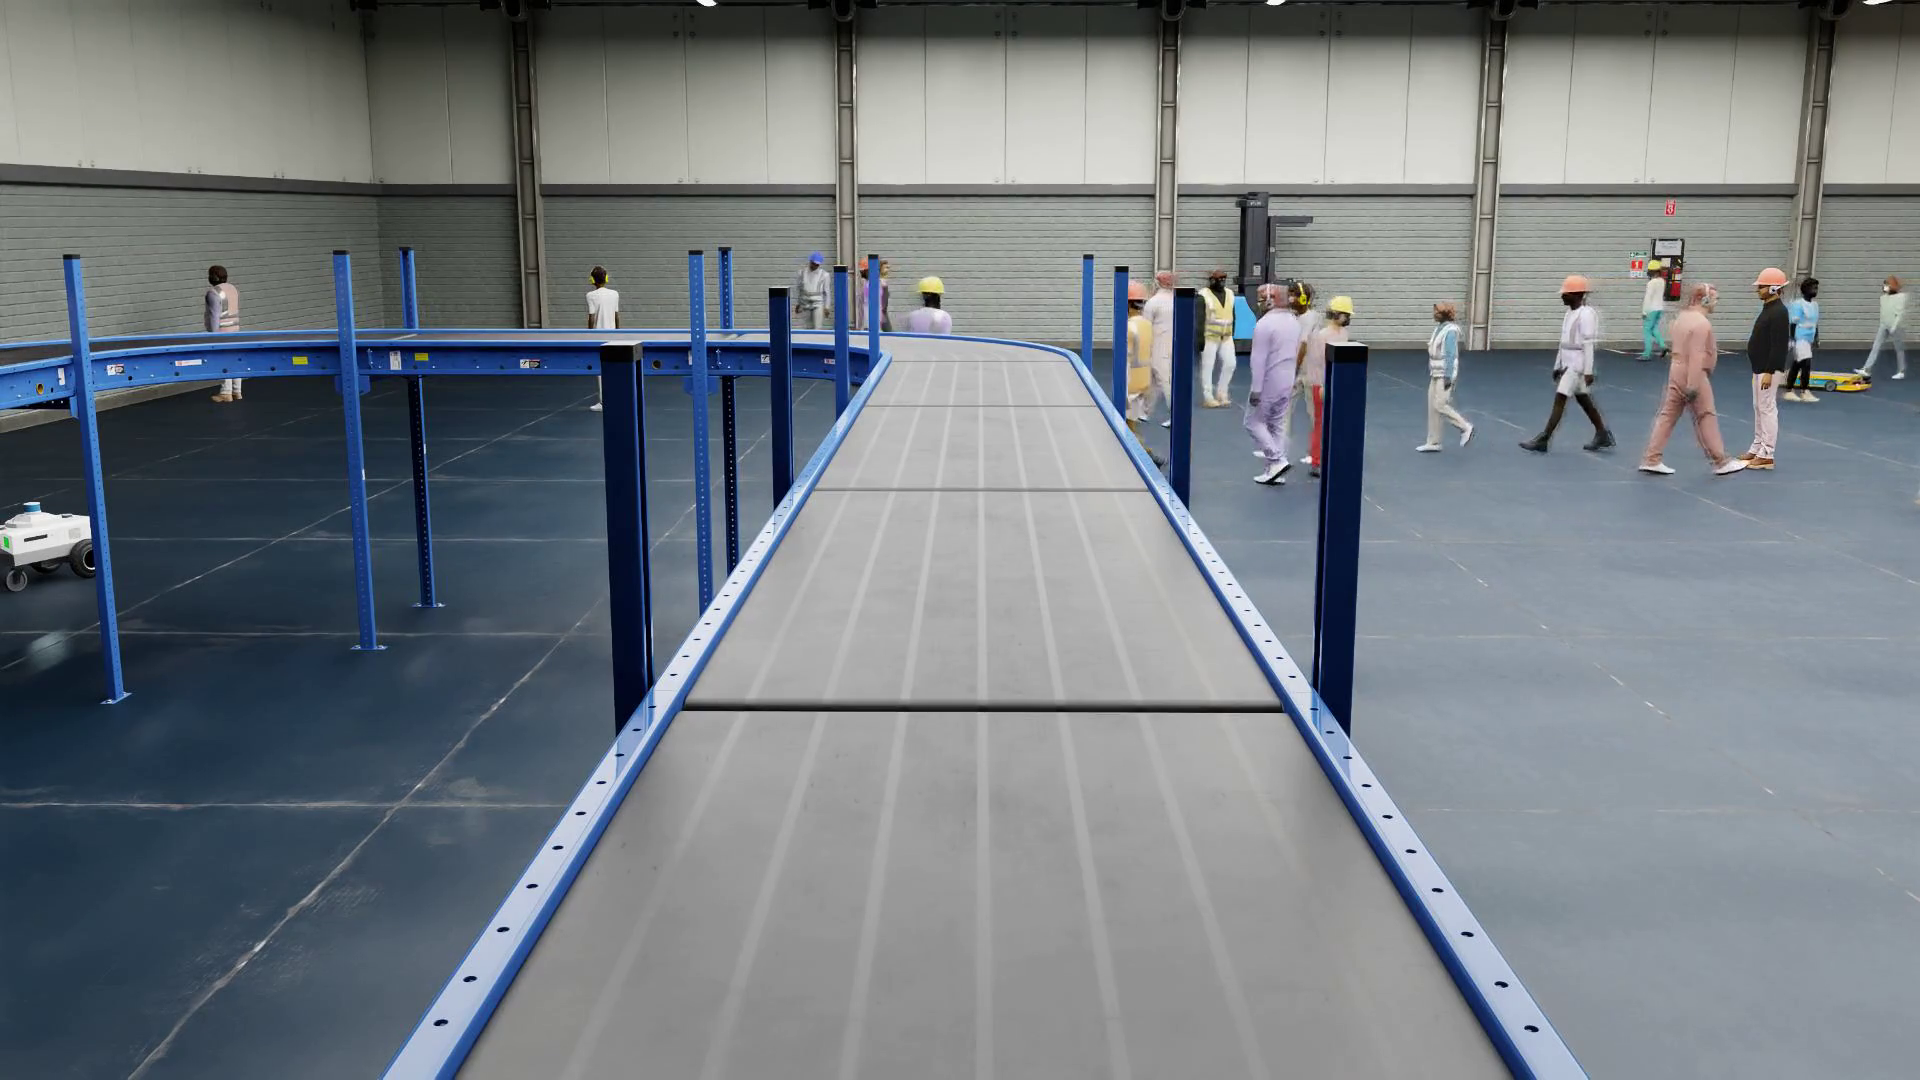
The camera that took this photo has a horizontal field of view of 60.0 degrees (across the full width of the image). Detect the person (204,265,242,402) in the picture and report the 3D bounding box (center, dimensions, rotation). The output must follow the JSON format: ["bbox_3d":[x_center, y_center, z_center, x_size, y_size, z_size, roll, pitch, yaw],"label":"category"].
[{"bbox_3d":[-10.096,-2.827,22.763,0.429,1.846,0.626,1,11,5],"label":"person"}]

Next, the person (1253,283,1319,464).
[{"bbox_3d":[3.405,-1.687,16.925,0.855,1.828,0.547,0,11,0],"label":"person"}]

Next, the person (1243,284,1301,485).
[{"bbox_3d":[2.904,-1.442,15.537,0.431,1.884,0.680,10,15,43],"label":"person"}]

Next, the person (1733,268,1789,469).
[{"bbox_3d":[8.082,-1.723,16.700,0.380,1.995,0.611,3,11,14],"label":"person"}]

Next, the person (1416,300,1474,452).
[{"bbox_3d":[5.196,-1.739,17.730,0.488,1.630,0.523,-1,11,-4],"label":"person"}]

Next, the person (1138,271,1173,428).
[{"bbox_3d":[2.383,-2.303,20.046,0.999,1.855,0.640,10,15,43],"label":"person"}]

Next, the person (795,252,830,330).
[{"bbox_3d":[-2.575,-4.145,29.413,0.674,1.897,0.679,3,11,16],"label":"person"}]

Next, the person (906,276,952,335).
[{"bbox_3d":[-0.330,-1.700,16.793,0.608,1.911,0.587,11,15,44],"label":"person"}]

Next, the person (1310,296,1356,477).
[{"bbox_3d":[3.598,-1.478,16.084,0.572,1.741,0.377,-10,15,-41],"label":"person"}]

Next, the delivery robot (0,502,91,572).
[{"bbox_3d":[-6.404,-0.018,11.514,0.477,0.478,0.707,5,12,23],"label":"delivery robot"}]

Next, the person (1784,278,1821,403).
[{"bbox_3d":[11.438,-2.666,22.343,0.553,1.671,0.683,-9,14,-38],"label":"person"}]

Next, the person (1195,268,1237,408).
[{"bbox_3d":[3.401,-2.656,21.922,0.659,1.827,0.535,-5,12,-26],"label":"person"}]

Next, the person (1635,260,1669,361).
[{"bbox_3d":[12.072,-3.990,28.943,0.549,1.752,0.444,-9,14,-39],"label":"person"}]

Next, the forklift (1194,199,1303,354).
[{"bbox_3d":[5.313,-4.851,30.603,1.873,2.768,1.129,0,11,1],"label":"forklift"}]

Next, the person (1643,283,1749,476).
[{"bbox_3d":[7.171,-1.548,16.138,0.974,1.854,0.661,0,11,1],"label":"person"}]

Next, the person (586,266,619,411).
[{"bbox_3d":[-4.644,-2.614,21.619,0.328,1.865,0.517,10,15,42],"label":"person"}]

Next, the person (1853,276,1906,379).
[{"bbox_3d":[14.348,-3.275,25.746,0.888,1.576,0.505,-4,12,-18],"label":"person"}]

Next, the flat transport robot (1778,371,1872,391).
[{"bbox_3d":[12.595,-2.365,24.551,1.431,0.197,0.652,9,15,40],"label":"flat transport robot"}]

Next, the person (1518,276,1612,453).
[{"bbox_3d":[6.584,-1.883,17.816,1.016,1.887,0.569,0,11,2],"label":"person"}]

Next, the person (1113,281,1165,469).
[{"bbox_3d":[1.628,-1.422,15.347,0.569,1.921,0.550,8,13,34],"label":"person"}]

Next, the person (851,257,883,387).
[{"bbox_3d":[-1.238,-3.222,24.628,0.720,1.920,0.549,3,12,17],"label":"person"}]

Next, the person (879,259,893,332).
[{"bbox_3d":[-1.352,-3.787,27.842,0.987,1.799,0.508,5,12,23],"label":"person"}]
